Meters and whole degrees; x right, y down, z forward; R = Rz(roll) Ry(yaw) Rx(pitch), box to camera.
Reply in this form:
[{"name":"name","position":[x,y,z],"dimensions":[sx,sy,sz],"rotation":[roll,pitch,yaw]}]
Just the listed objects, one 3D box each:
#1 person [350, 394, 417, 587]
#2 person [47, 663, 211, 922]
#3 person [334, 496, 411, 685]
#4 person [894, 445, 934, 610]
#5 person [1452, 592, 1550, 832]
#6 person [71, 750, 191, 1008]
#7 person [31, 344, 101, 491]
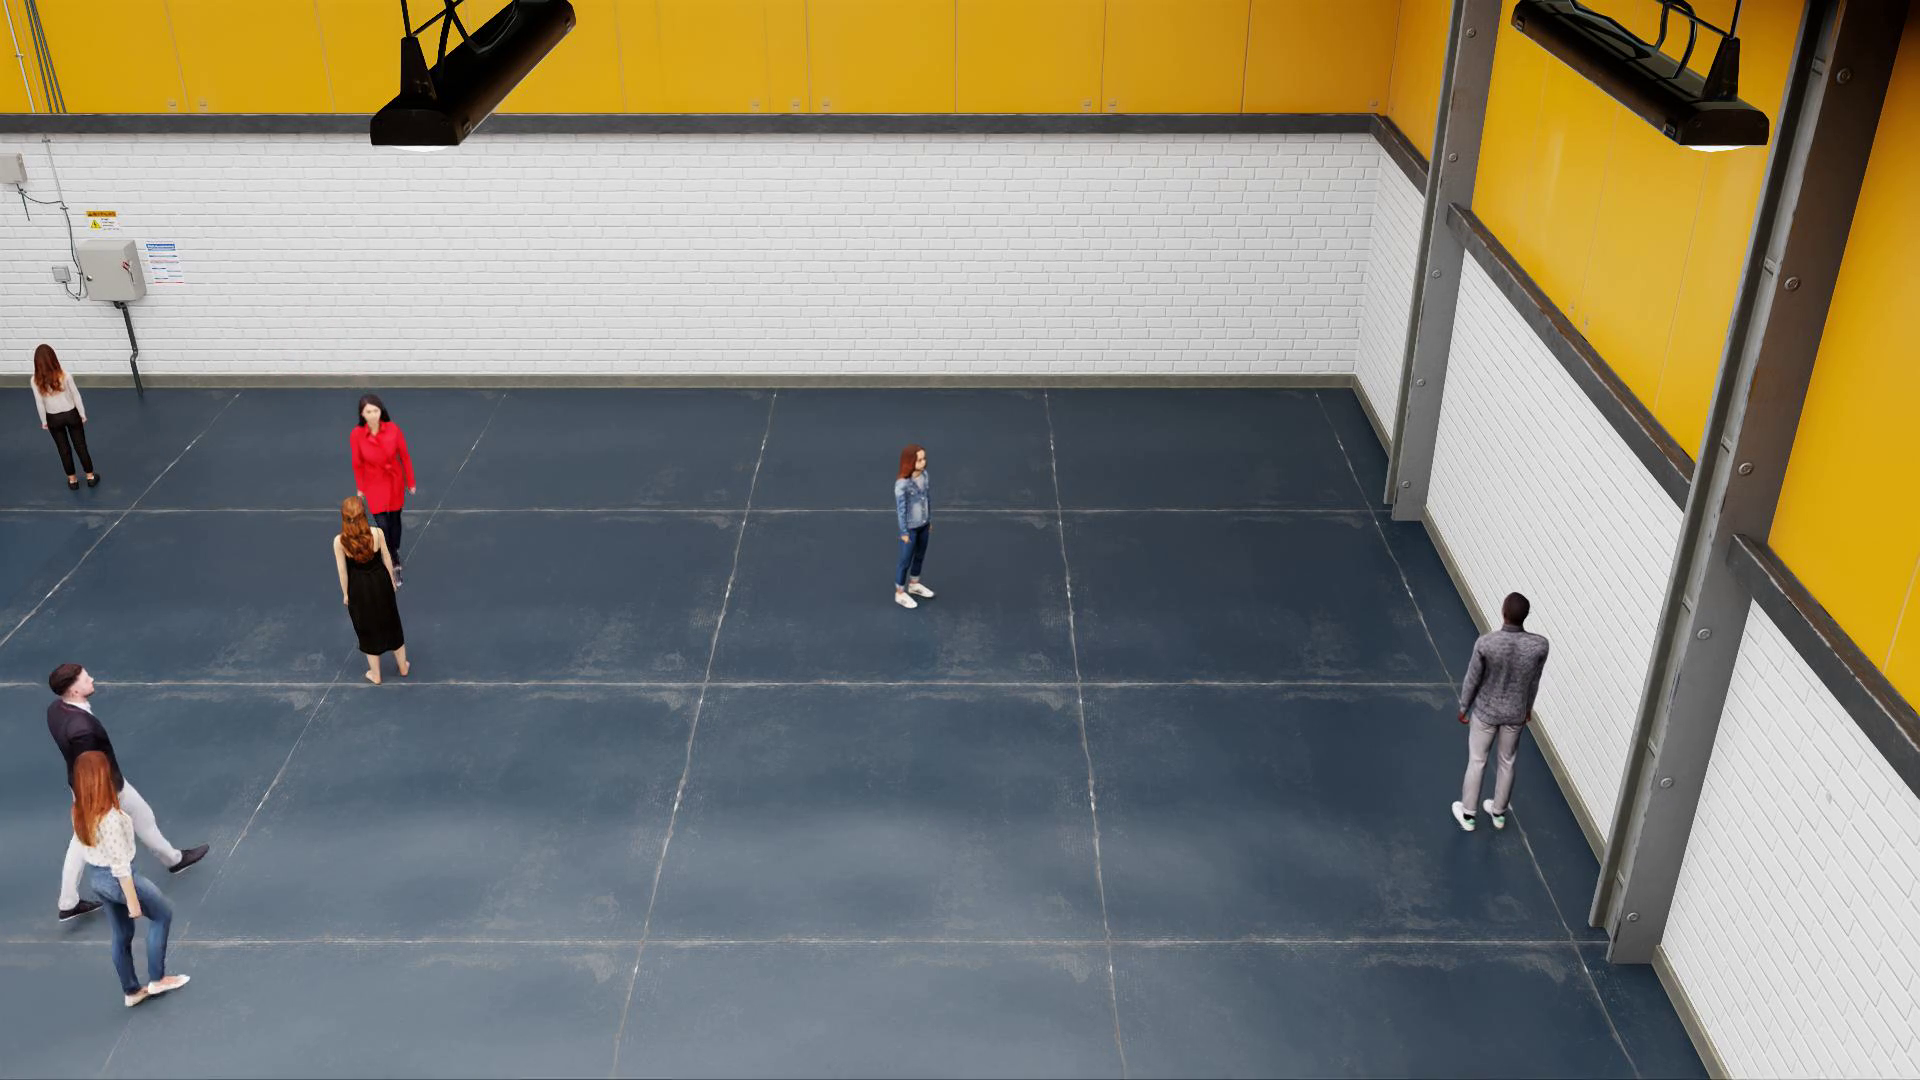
[{"name":"person","position":[-5.056,-0.497,14.573],"dimensions":[0.824,1.727,0.918],"rotation":[-14,32,-24]},{"name":"person","position":[-5.595,1.633,10.602],"dimensions":[1.198,1.790,1.288],"rotation":[24,37,37]},{"name":"person","position":[-4.632,0.394,13.047],"dimensions":[0.664,1.625,0.699],"rotation":[-15,32,-26]},{"name":"person","position":[-0.404,-0.133,14.172],"dimensions":[0.684,1.473,0.600],"rotation":[21,35,33]},{"name":"person","position":[3.698,1.180,11.387],"dimensions":[0.661,1.834,0.529],"rotation":[0,29,1]},{"name":"person","position":[-5.087,2.082,9.877],"dimensions":[0.775,1.697,0.803],"rotation":[21,35,33]},{"name":"person","position":[-8.681,-1.190,16.096],"dimensions":[0.616,1.484,0.617],"rotation":[-13,31,-22]}]
